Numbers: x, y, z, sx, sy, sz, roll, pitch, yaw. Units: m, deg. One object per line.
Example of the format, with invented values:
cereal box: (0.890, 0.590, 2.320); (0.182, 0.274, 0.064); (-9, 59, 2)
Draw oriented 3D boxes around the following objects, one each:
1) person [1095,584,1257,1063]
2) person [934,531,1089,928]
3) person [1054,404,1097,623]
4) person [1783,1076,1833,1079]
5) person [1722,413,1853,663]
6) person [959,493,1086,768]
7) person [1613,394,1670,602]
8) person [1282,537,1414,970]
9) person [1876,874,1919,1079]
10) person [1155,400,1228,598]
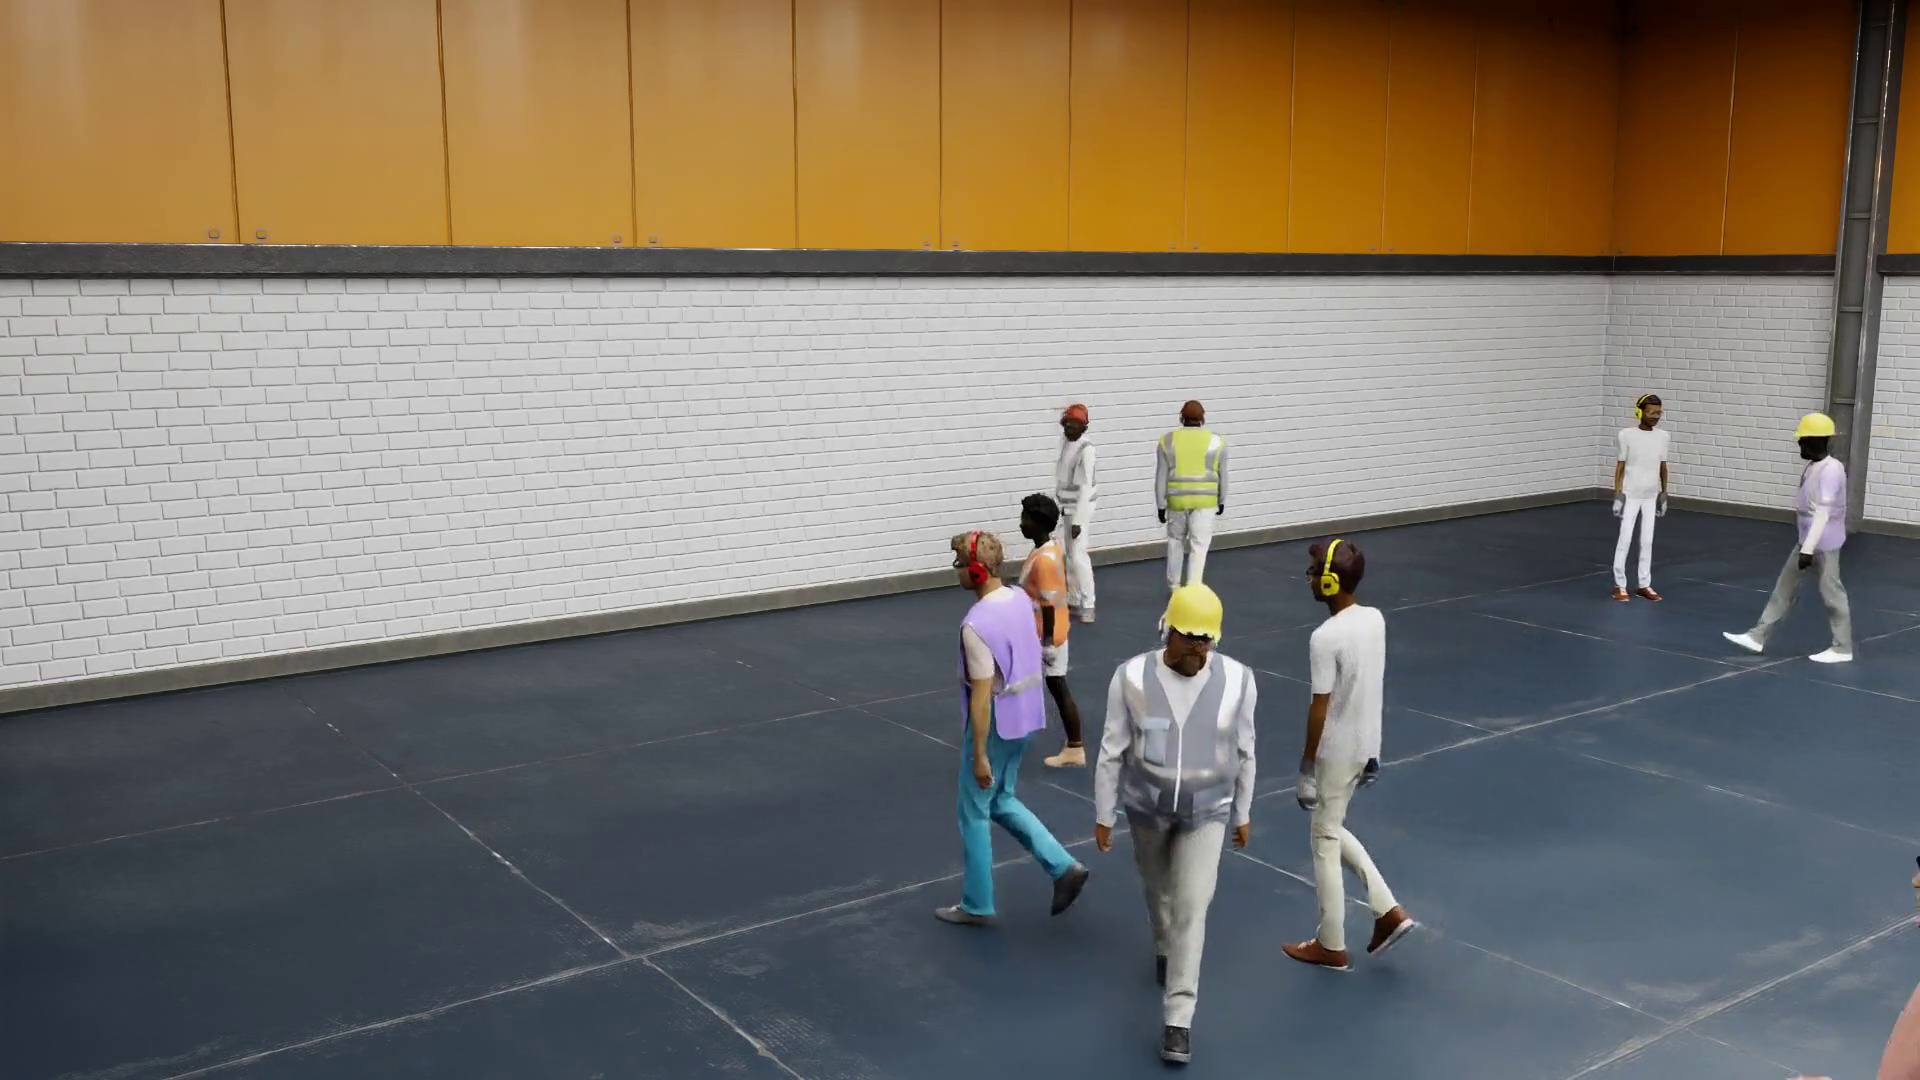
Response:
person: (0.843, 1.024, 6.520); (0.614, 1.783, 0.963); (2, 9, 10)
person: (0.219, 0.857, 7.391); (0.591, 1.814, 0.578); (5, 11, 30)
person: (0.966, -0.241, 14.089); (0.349, 1.854, 0.713); (-3, 10, -15)
person: (1.291, 1.652, 2.358); (0.967, 1.865, 0.644); (6, 11, 33)
person: (6.306, -0.006, 12.487); (0.944, 1.880, 0.617); (2, 9, 11)
person: (0.399, 0.551, 9.763); (0.749, 1.661, 0.540); (1, 9, 8)
person: (6.091, -0.373, 14.859); (0.509, 1.860, 0.322); (-1, 9, -6)
person: (1.621, 0.908, 6.953); (0.466, 1.855, 0.554); (8, 12, 41)
person: (2.053, 1.465, 3.512); (1.011, 1.850, 0.661); (4, 10, 21)
person: (2.058, -0.331, 14.728); (0.626, 1.811, 0.825); (2, 9, 13)
